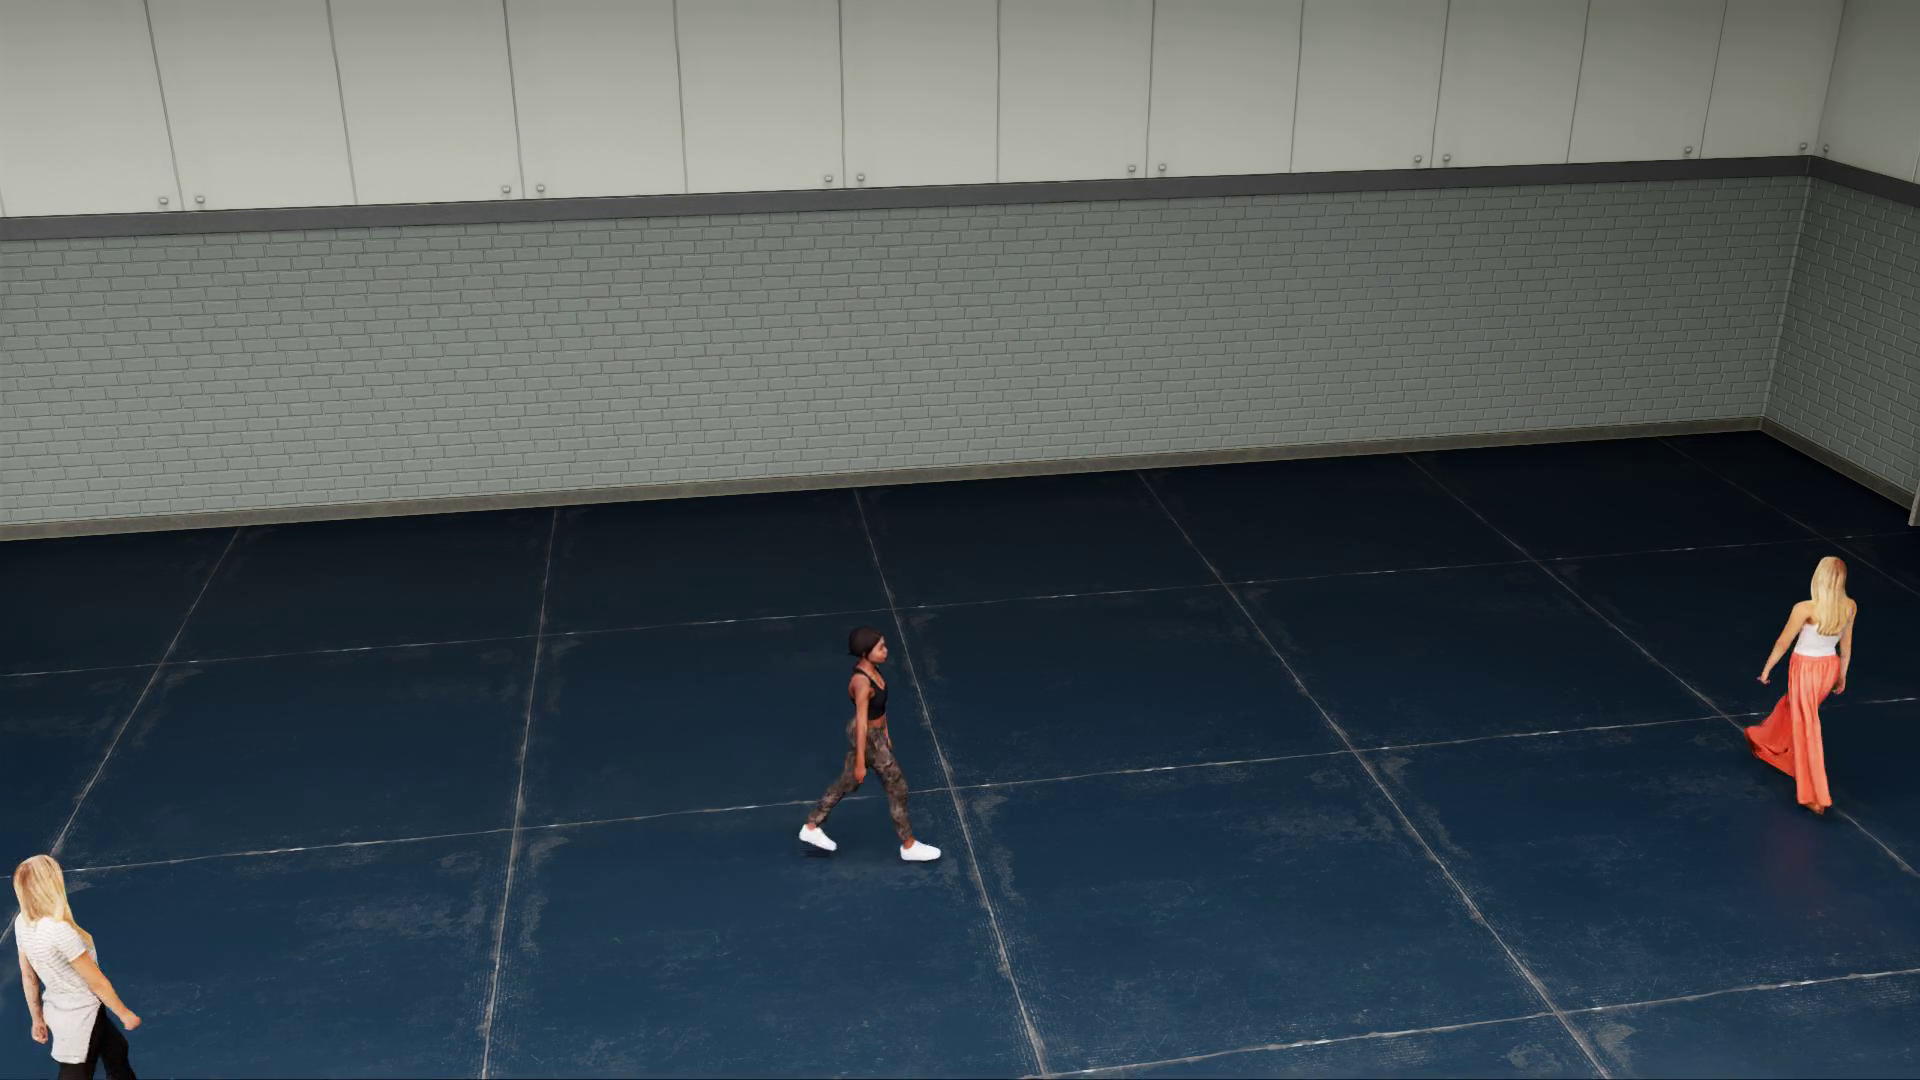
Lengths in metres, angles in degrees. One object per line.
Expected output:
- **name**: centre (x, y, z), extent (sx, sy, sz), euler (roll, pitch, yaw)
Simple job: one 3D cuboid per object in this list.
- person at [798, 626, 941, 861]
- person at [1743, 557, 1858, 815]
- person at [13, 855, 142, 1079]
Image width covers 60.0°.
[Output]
- **person**: centre (-0.677, 1.325, 10.629), extent (0.828, 1.659, 1.150), euler (1, 23, 3)
- **person**: centre (5.798, 1.016, 11.240), extent (0.634, 1.748, 1.229), euler (-4, 23, -9)
- **person**: centre (-4.320, 2.387, 7.973), extent (1.110, 1.782, 1.213), euler (13, 26, 29)
